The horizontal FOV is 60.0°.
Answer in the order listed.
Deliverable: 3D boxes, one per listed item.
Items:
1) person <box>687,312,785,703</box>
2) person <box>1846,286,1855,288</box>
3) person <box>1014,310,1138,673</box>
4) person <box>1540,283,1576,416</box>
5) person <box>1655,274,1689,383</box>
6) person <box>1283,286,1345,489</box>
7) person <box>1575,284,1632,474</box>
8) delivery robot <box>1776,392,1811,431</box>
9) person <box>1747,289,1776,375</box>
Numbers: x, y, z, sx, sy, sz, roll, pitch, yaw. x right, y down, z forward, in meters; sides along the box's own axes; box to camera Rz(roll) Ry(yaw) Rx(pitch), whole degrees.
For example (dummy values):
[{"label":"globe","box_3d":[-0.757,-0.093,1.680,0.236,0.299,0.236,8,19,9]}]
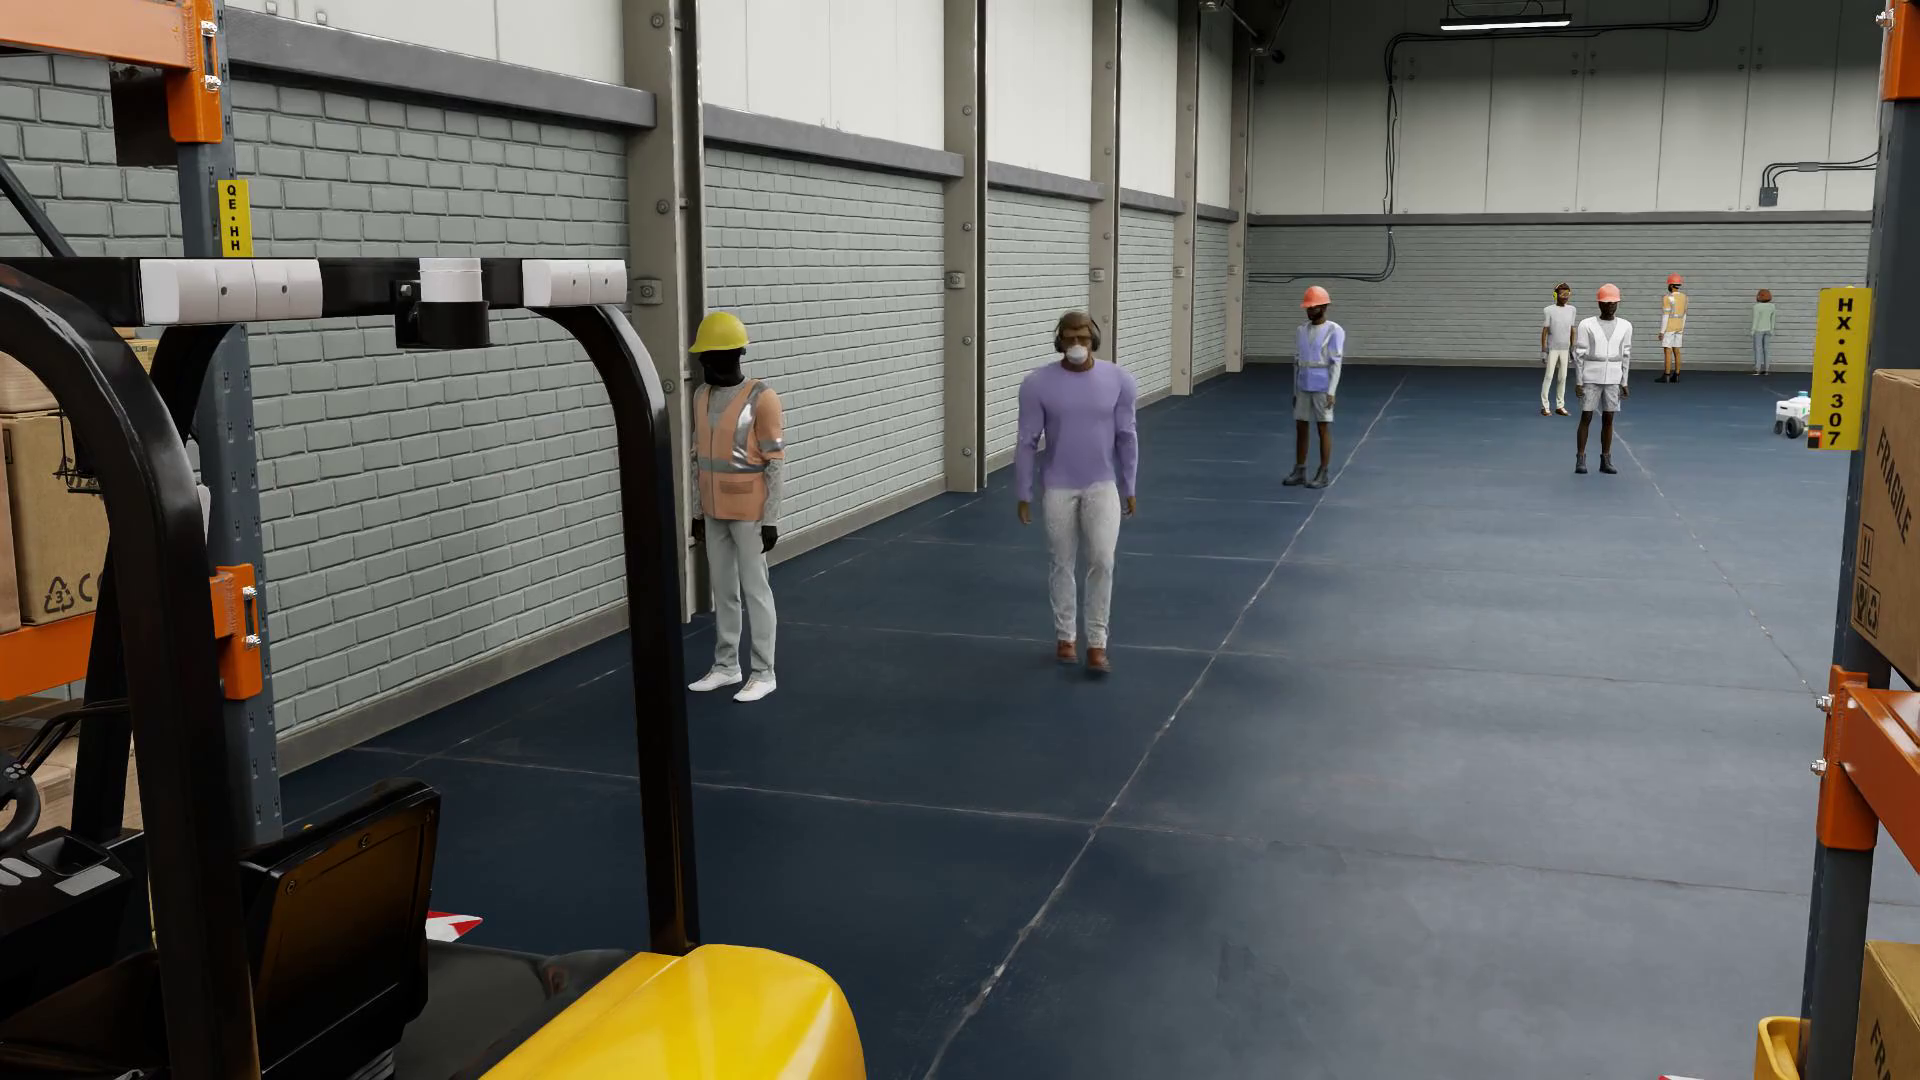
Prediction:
[{"label":"person","box_3d":[-1.126,-0.157,8.222,0.593,1.921,0.376,8,12,39]},{"label":"person","box_3d":[14.543,-3.282,27.299,0.524,1.769,0.315,1,10,7]},{"label":"person","box_3d":[0.616,-0.243,8.759,0.666,1.909,0.791,0,10,1]},{"label":"person","box_3d":[8.399,-2.663,23.352,0.509,1.860,0.311,-2,10,-13]},{"label":"person","box_3d":[12.692,-3.766,29.665,0.545,1.942,0.354,-5,11,-25]},{"label":"person","box_3d":[3.404,-1.459,15.955,0.372,1.936,0.552,-9,13,-42]},{"label":"person","box_3d":[6.567,-1.638,16.994,0.542,1.939,0.363,1,10,5]},{"label":"delivery robot","box_3d":[10.404,-1.591,20.554,0.477,0.478,0.707,0,10,0]},{"label":"person","box_3d":[15.311,-3.964,31.755,0.509,1.631,0.271,-3,10,-18]}]
